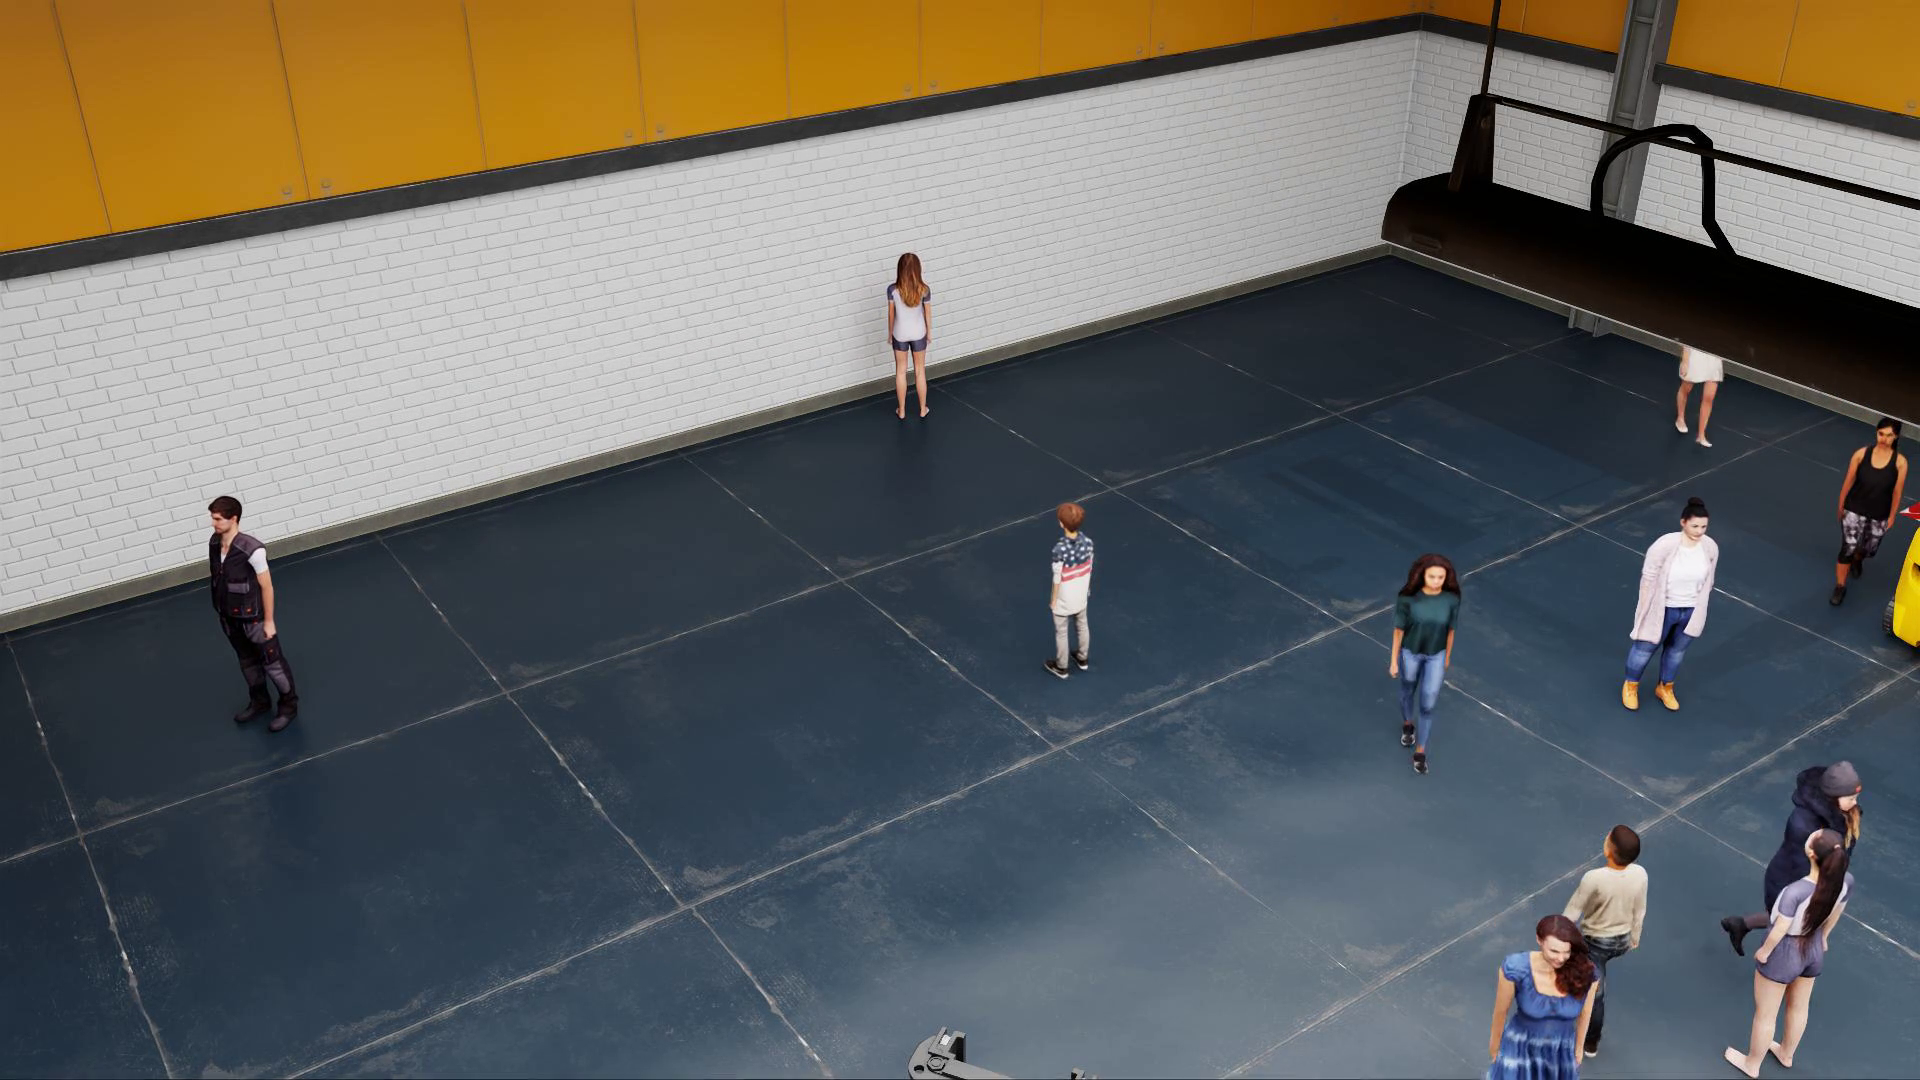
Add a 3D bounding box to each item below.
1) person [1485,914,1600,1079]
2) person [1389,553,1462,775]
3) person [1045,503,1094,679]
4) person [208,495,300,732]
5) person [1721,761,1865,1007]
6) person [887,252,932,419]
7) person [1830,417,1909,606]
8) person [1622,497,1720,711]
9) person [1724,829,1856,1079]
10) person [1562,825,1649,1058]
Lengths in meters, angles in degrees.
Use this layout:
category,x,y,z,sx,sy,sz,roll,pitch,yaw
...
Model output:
category,x,y,z,sx,sy,sz,roll,pitch,yaw
person,2.860,2.544,8.315,0.932,1.792,1.013,2,29,4
person,3.260,0.771,11.771,0.920,1.596,0.974,5,29,10
person,0.840,0.369,12.671,0.518,1.440,0.461,-17,33,-29
person,-5.127,0.512,11.983,0.689,1.848,0.802,12,31,21
person,4.786,1.924,9.589,0.723,1.661,0.877,-24,37,-37
person,-0.515,-2.065,16.830,0.691,1.729,0.705,-2,29,-4
person,7.446,-0.273,13.628,0.864,1.650,0.852,15,32,25
person,5.211,0.463,12.184,0.795,1.741,0.820,0,29,0
person,4.533,2.241,9.019,0.650,1.650,0.617,-9,30,-16
person,3.602,2.255,9.204,0.683,1.448,0.786,-9,30,-15
